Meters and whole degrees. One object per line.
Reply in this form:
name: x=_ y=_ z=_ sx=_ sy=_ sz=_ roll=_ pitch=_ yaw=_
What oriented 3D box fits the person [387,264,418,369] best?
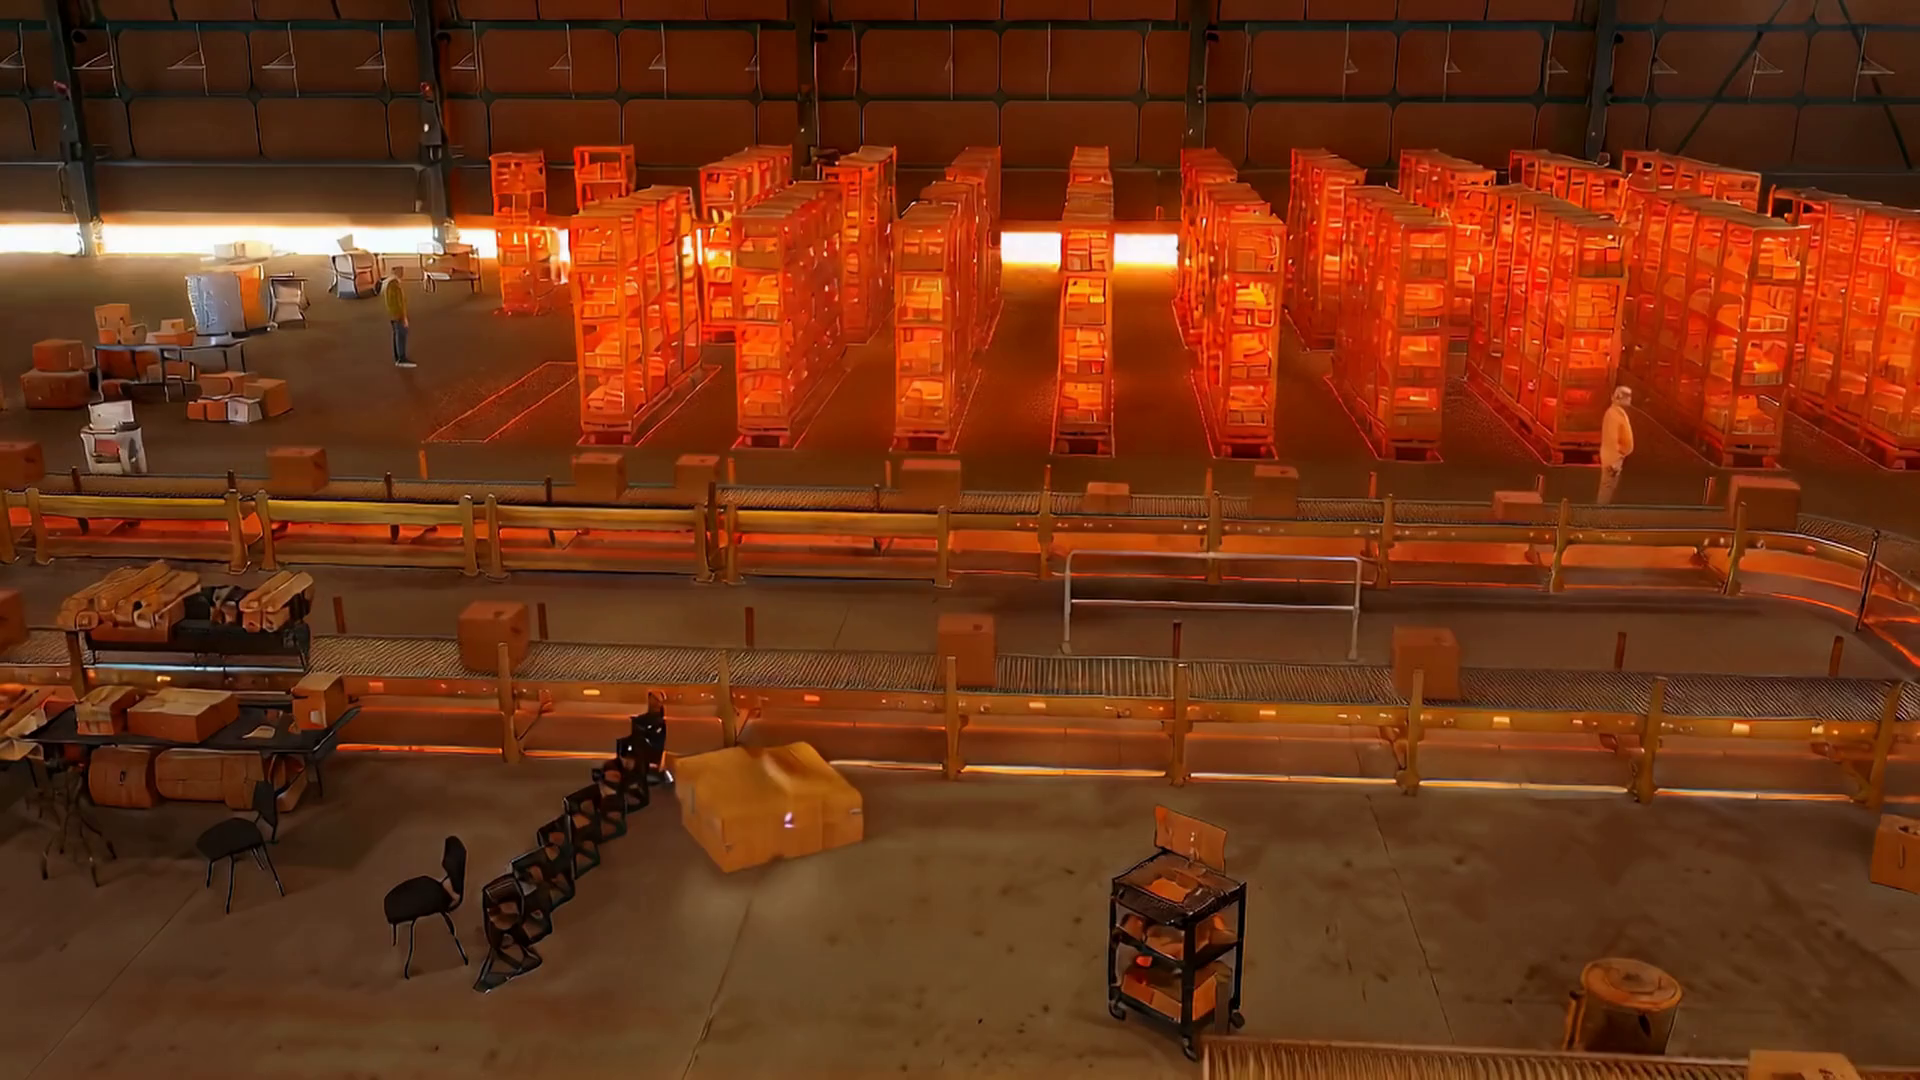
person: x=-10.736 y=-4.280 z=31.873 sx=0.373 sy=1.997 sz=0.616 roll=-14 pitch=22 yaw=-38

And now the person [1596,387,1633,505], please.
person: x=8.591 y=-1.064 z=21.817 sx=0.408 sy=1.908 sz=0.641 roll=6 pitch=18 yaw=18
